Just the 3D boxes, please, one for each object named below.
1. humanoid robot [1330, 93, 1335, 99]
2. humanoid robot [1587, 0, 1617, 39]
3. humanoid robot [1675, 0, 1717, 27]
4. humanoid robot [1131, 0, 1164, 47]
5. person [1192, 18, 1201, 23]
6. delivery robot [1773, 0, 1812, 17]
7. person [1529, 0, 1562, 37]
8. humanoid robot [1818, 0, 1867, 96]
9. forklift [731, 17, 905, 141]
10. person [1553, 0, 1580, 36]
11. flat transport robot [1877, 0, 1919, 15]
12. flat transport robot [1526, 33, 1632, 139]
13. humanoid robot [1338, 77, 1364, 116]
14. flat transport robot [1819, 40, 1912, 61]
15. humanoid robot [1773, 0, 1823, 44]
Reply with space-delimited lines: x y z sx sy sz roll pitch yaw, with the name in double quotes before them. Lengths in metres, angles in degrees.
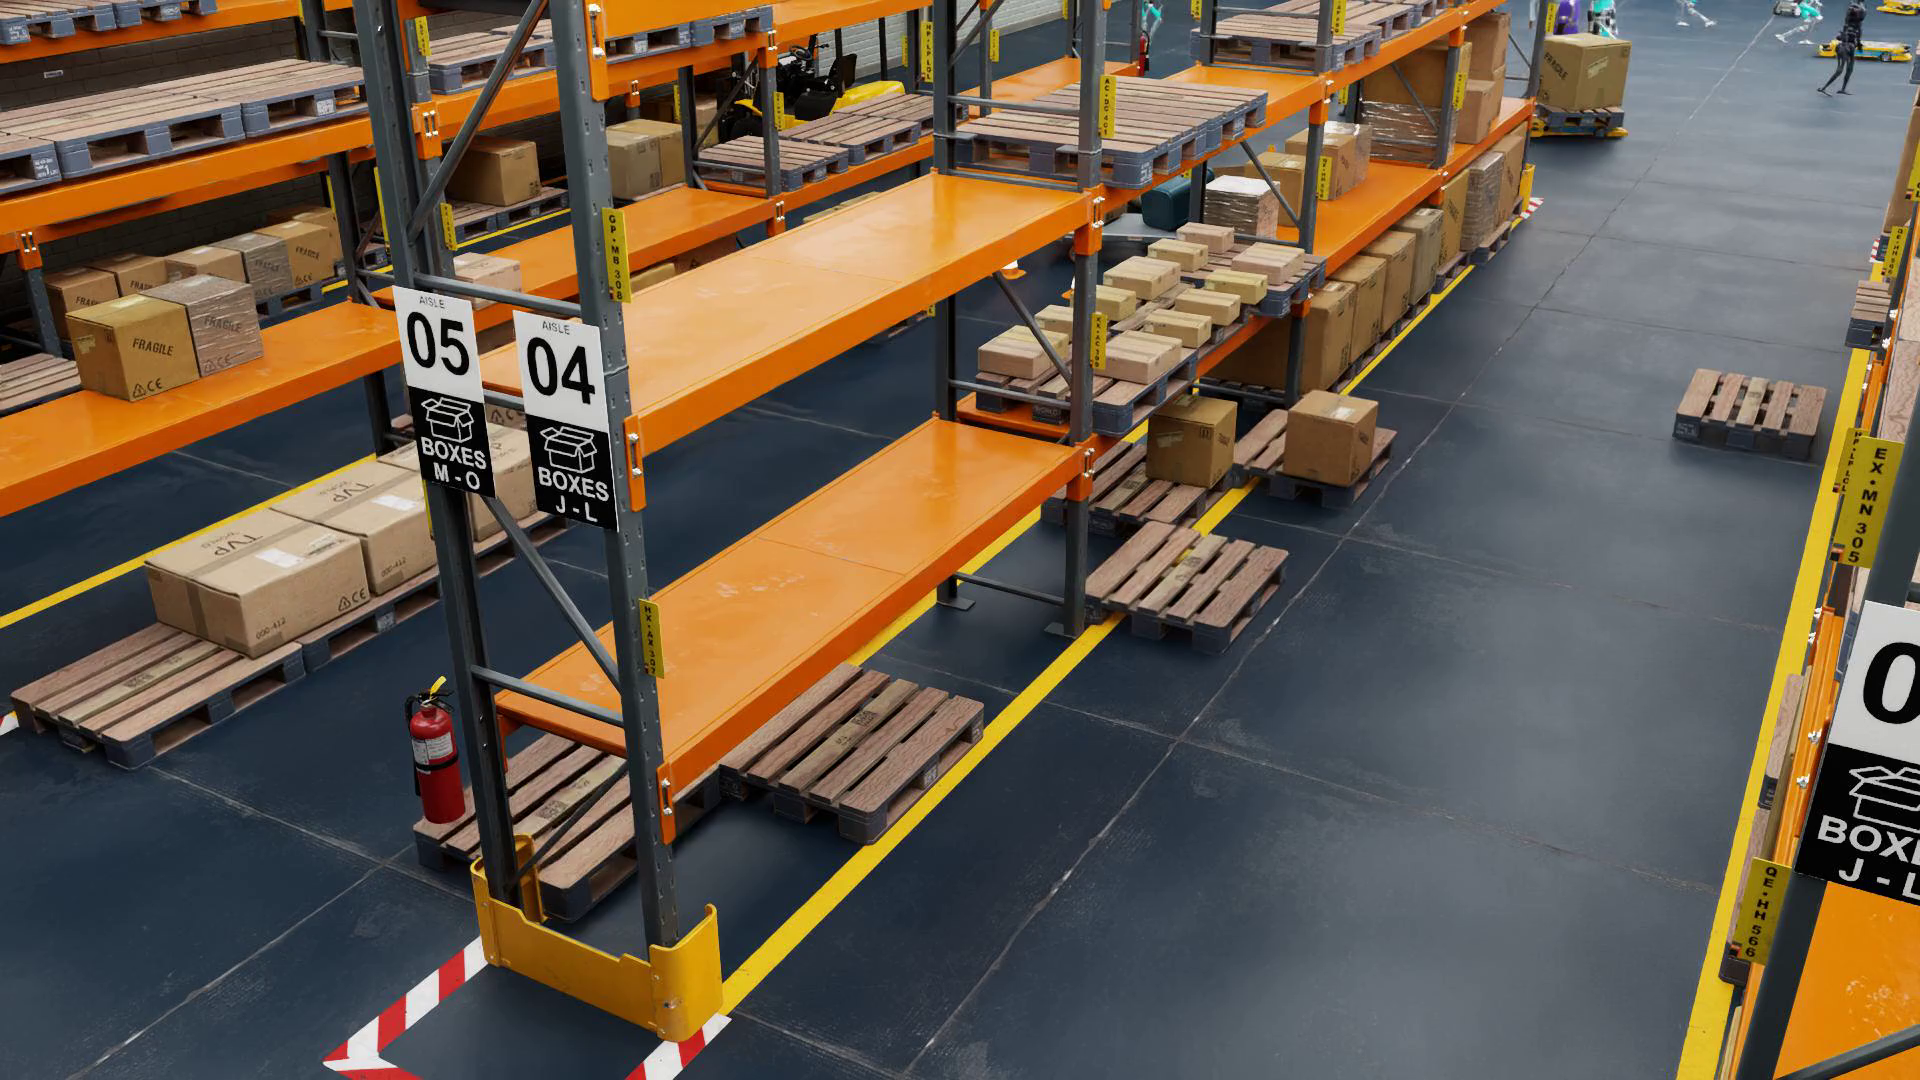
"humanoid robot" 5.589 -7.386 25.148 0.596 1.629 0.807 21 32 36
"humanoid robot" 10.316 -8.008 26.327 0.544 1.773 0.953 -11 28 -22
"humanoid robot" 14.032 -10.573 31.655 1.017 1.740 0.536 2 26 5
"humanoid robot" 3.386 -9.678 29.808 0.676 1.841 0.537 -19 32 -34
"person" 4.757 -11.183 32.703 0.678 1.899 0.638 15 29 28
"delivery robot" 16.893 -10.895 33.616 0.744 0.564 0.499 -16 30 -29
"person" 9.574 -8.490 27.116 0.593 1.887 0.781 13 29 26
"humanoid robot" 13.783 -7.752 25.833 0.600 1.639 0.405 -19 32 -34
"forklift" -1.819 -5.975 21.543 2.313 2.155 1.214 14 29 26
"person" 9.108 -7.596 25.191 0.412 1.960 0.634 18 31 32
"flat transport robot" 19.558 -10.939 34.072 1.431 0.231 0.659 -13 28 -24
"flat transport robot" 8.636 -5.868 23.534 1.431 0.231 0.659 0 26 0
"humanoid robot" 5.898 -7.001 24.280 0.615 1.639 0.608 8 27 16
"flat transport robot" 15.890 -8.591 29.194 1.431 0.231 0.659 11 28 21
"humanoid robot" 15.170 -9.673 29.742 0.550 1.722 1.025 -20 32 -35
